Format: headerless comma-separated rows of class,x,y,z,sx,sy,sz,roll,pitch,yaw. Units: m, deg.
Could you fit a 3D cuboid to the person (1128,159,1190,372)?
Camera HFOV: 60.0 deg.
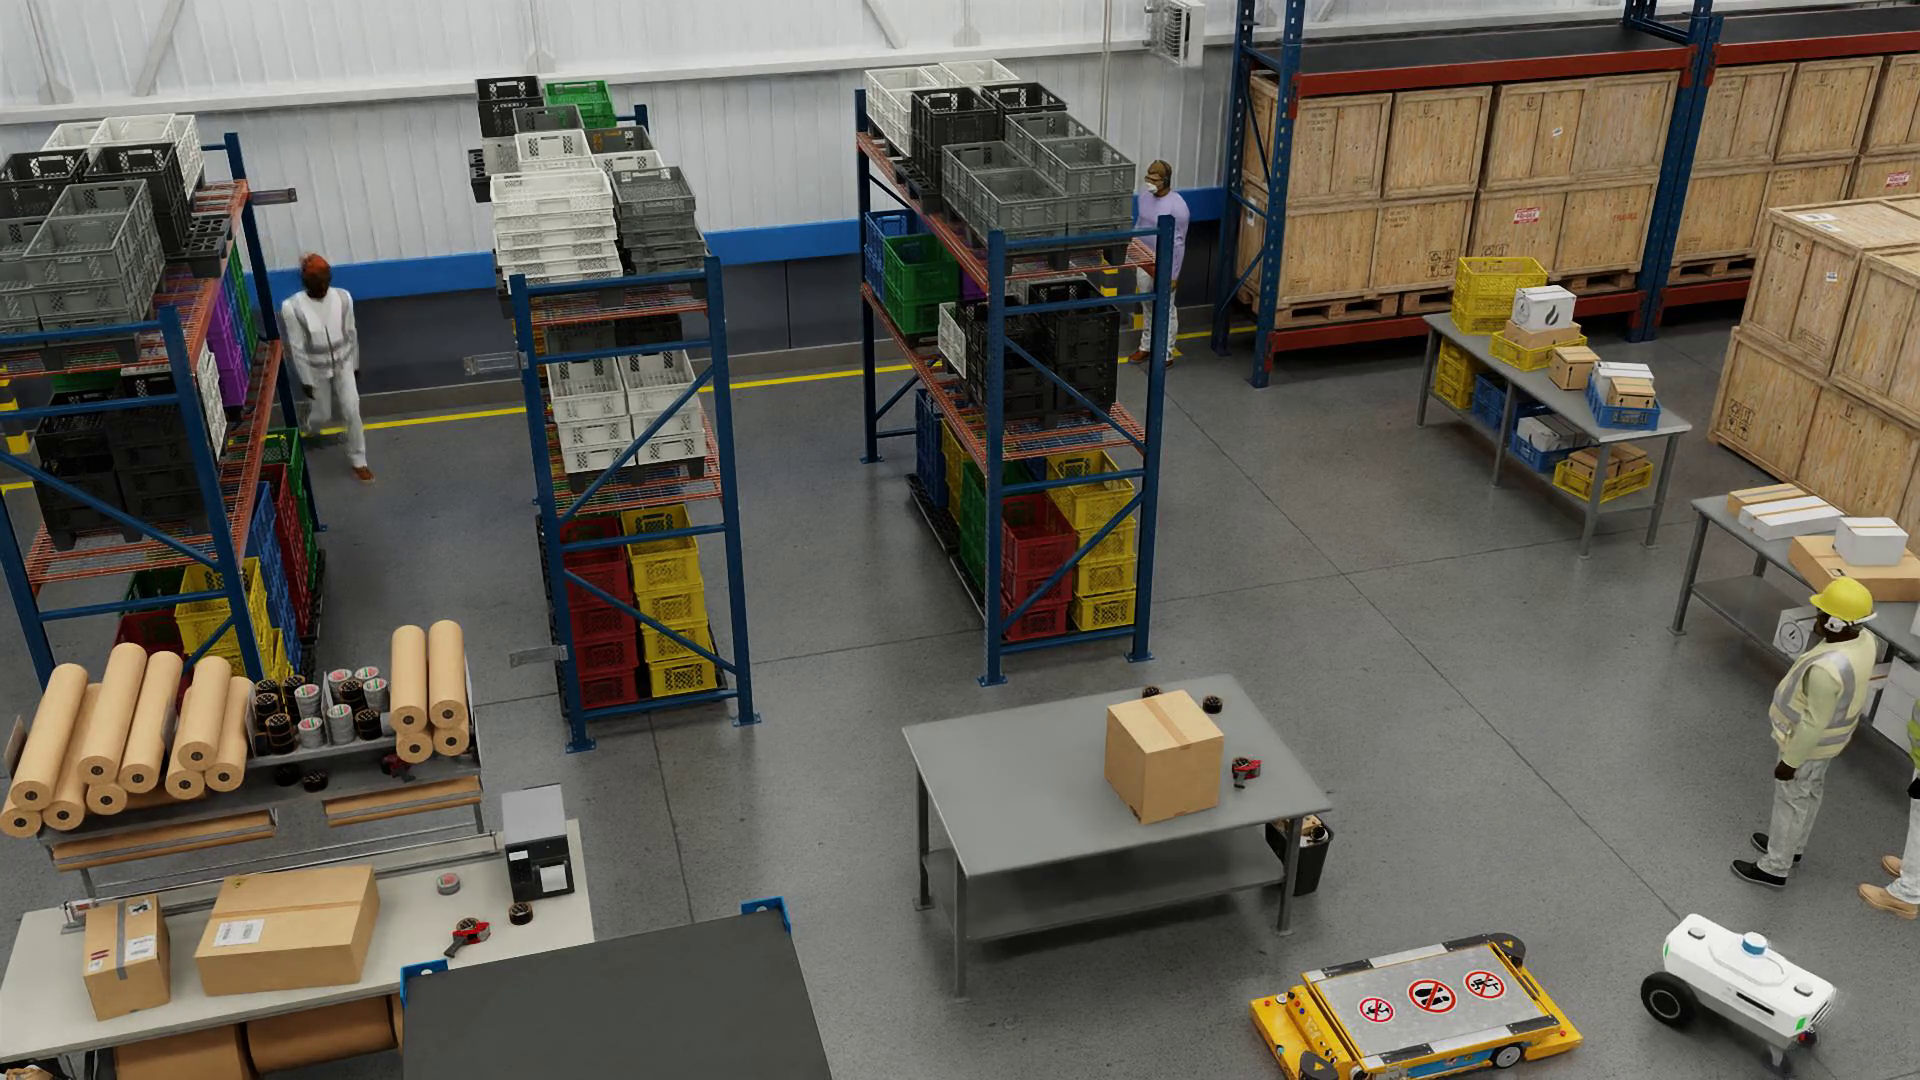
person,1.776,-2.461,14.902,0.367,1.933,0.627,-18,33,-29

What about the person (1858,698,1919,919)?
person,5.052,1.106,8.501,0.625,1.844,0.429,-23,36,-36

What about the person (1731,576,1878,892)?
person,4.429,1.008,8.688,0.404,1.830,0.602,25,37,37

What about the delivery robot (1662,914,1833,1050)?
delivery robot,3.747,2.091,7.943,0.477,0.478,0.707,-24,37,-36

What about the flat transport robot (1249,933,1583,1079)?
flat transport robot,2.184,2.282,7.980,1.431,0.197,0.652,-8,30,-14

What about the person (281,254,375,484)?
person,-4.969,-1.380,13.012,0.558,1.857,0.769,-22,35,-34
